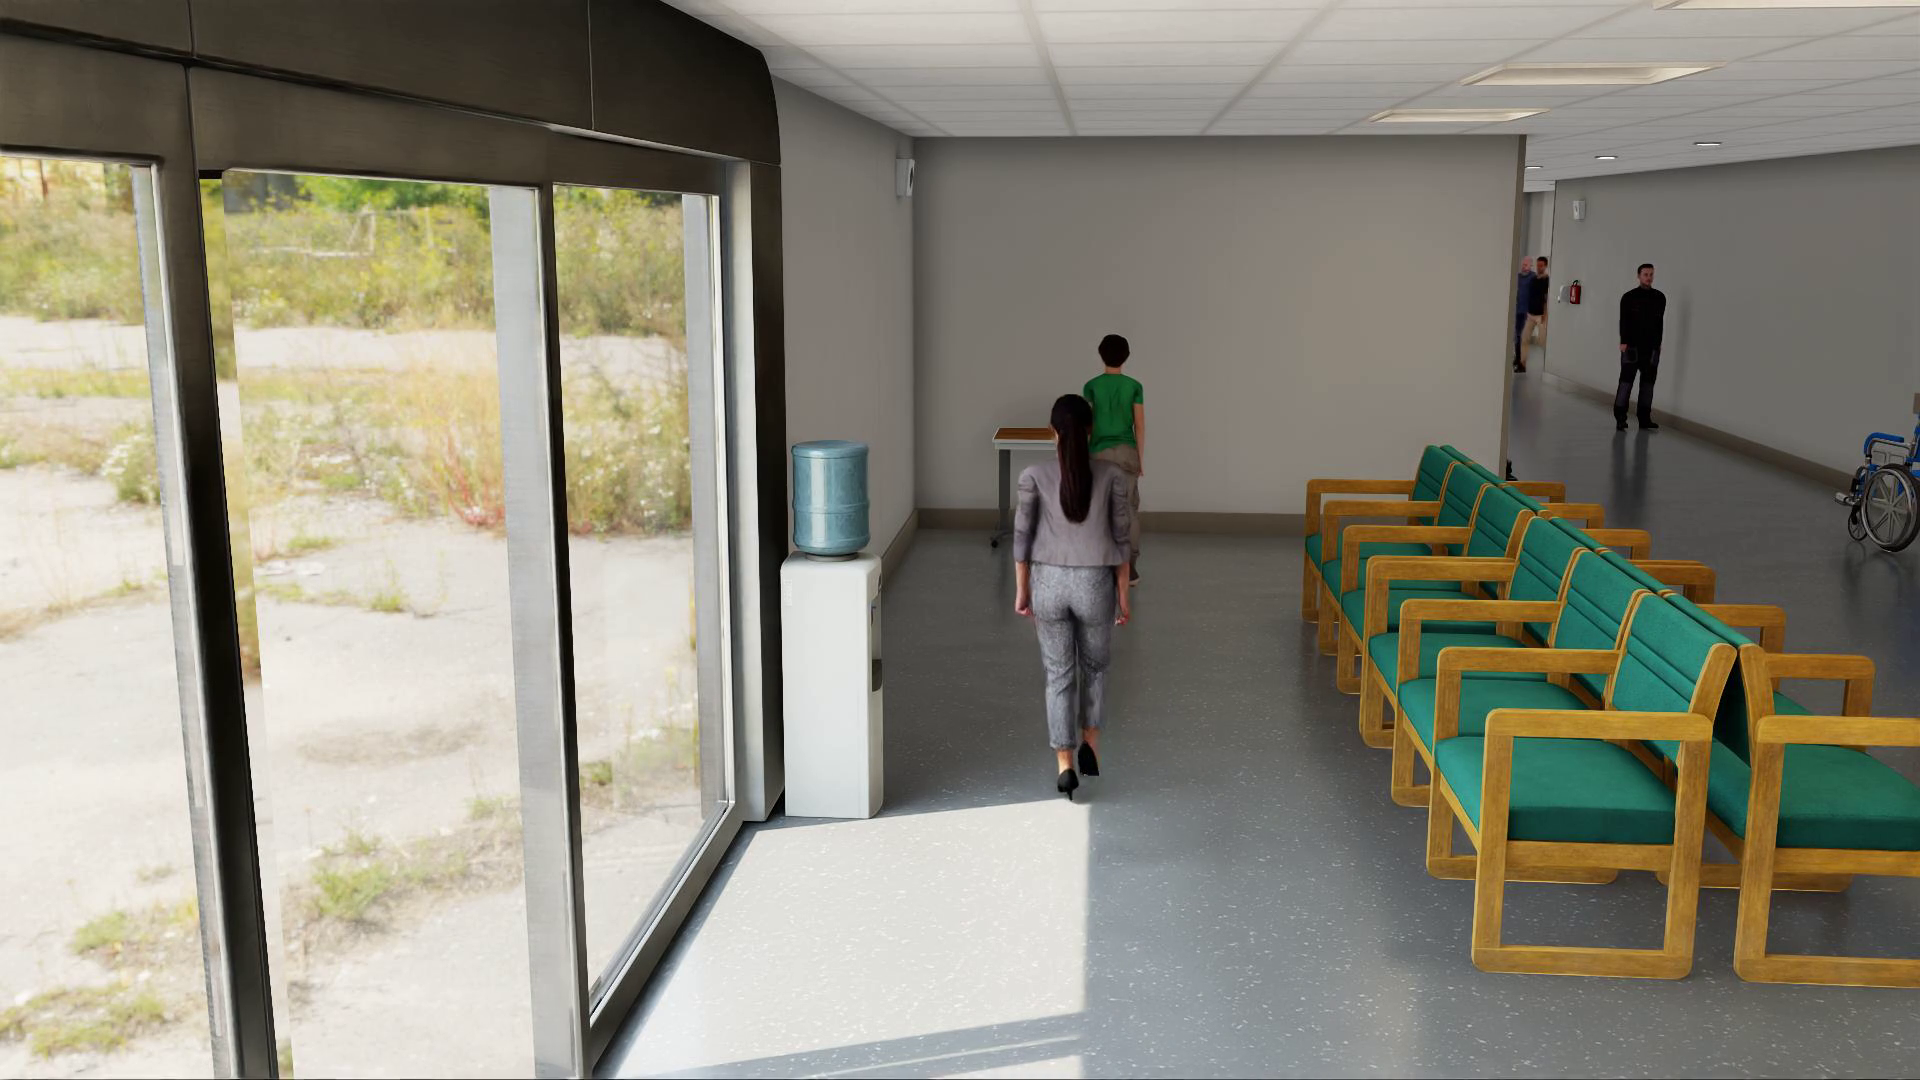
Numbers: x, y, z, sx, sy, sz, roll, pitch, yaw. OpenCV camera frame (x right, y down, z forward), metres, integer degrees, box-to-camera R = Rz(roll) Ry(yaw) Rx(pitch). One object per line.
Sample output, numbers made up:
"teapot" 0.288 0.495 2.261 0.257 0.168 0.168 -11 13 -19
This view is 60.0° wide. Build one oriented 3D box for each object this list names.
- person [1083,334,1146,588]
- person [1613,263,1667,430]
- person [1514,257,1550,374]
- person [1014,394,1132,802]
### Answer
"person" 1.004 -0.522 10.884 0.497 1.651 0.659 0 11 -2
"person" 7.870 -2.238 19.222 0.578 1.913 0.783 -1 11 -4
"person" 9.227 -3.545 26.346 1.131 1.825 1.058 -7 13 -33
"person" 0.457 0.258 6.732 0.526 1.665 0.695 1 11 3
